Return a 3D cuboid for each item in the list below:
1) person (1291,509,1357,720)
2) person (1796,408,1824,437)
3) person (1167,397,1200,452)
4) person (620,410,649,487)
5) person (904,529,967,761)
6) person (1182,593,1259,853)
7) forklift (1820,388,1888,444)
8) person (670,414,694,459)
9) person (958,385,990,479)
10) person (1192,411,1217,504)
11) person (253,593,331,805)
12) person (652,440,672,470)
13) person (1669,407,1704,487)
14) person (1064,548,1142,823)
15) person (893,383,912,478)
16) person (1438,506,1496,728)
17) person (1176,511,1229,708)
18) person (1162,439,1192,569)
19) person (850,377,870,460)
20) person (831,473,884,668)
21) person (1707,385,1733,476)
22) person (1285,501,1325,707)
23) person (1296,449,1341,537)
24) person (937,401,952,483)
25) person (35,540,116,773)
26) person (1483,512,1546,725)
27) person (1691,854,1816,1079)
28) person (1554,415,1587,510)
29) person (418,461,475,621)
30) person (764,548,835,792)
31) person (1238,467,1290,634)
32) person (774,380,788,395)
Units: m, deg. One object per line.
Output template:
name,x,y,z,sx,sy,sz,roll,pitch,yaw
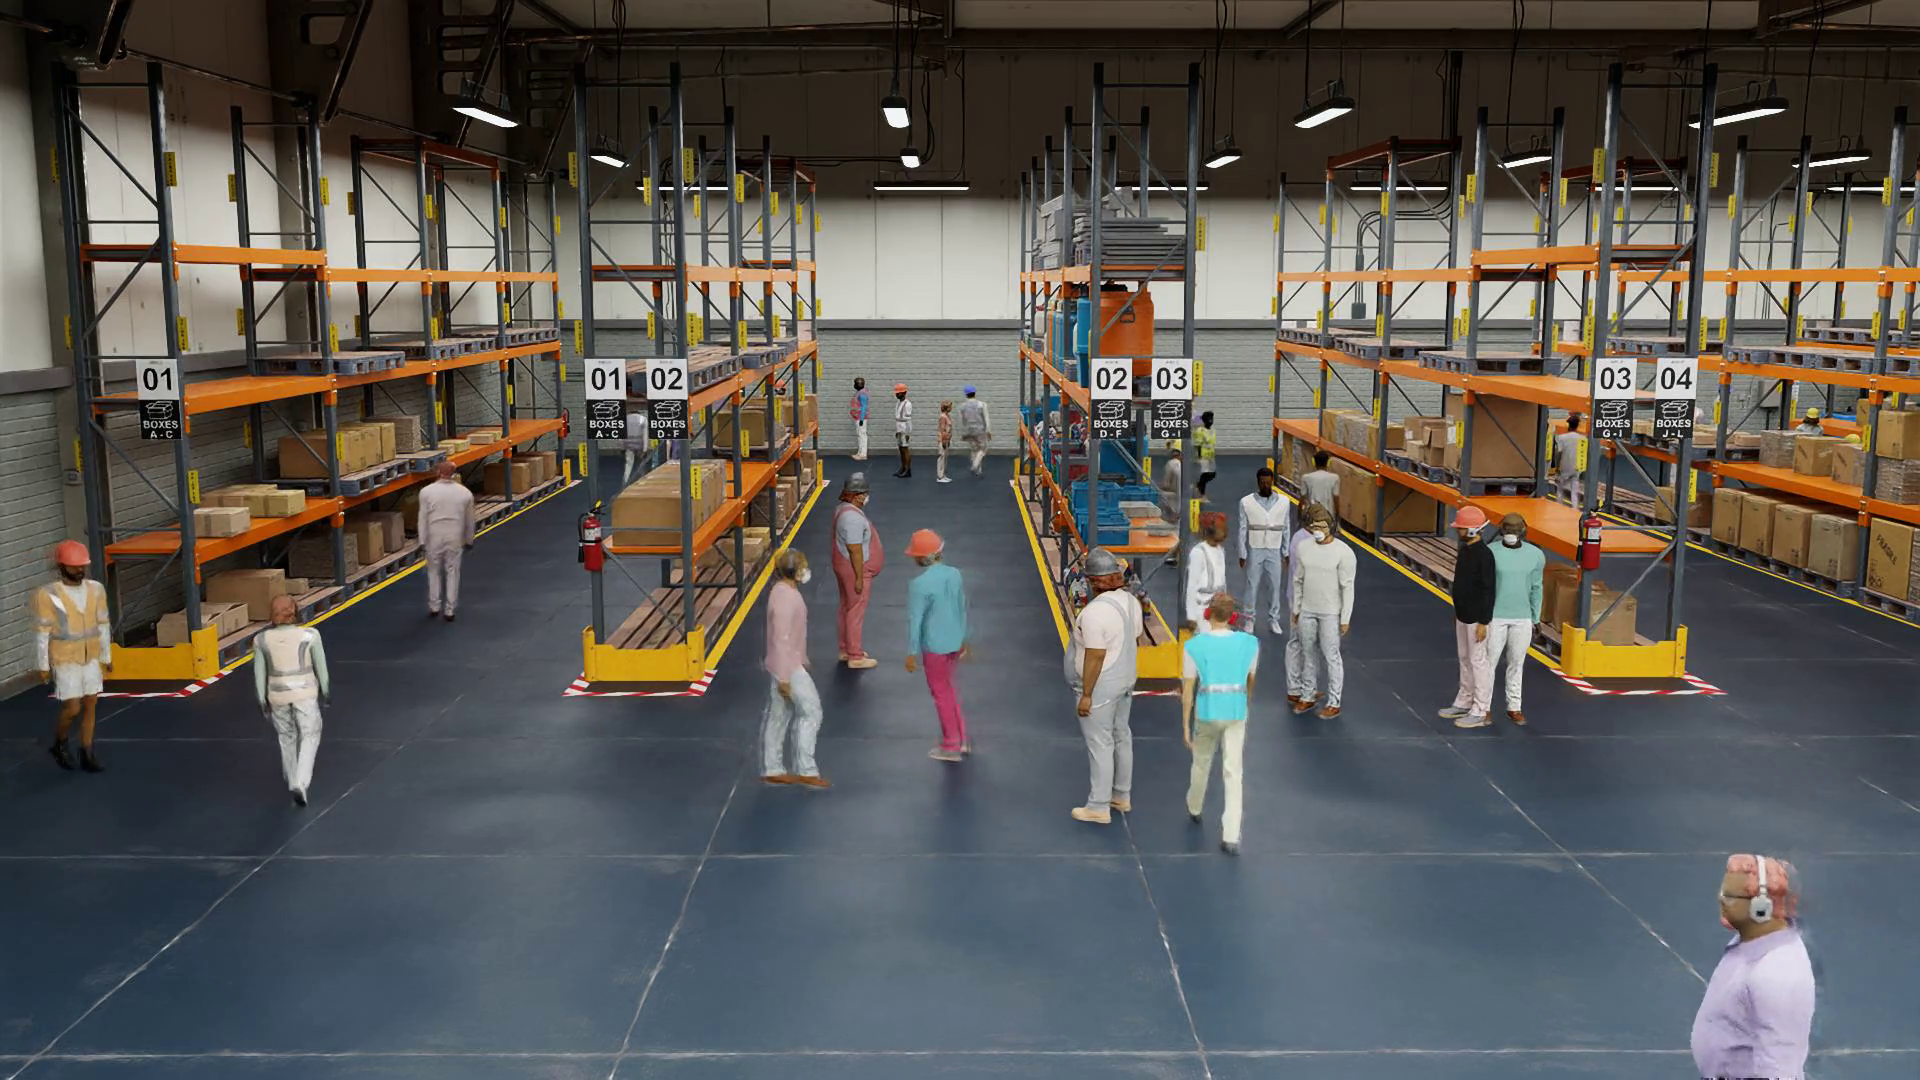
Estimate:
person,3.314,0.670,15.203,0.365,1.932,0.629,-8,12,-41
person,15.183,-1.497,29.756,0.484,1.735,0.309,1,9,4
person,4.314,-1.906,31.992,0.584,1.855,0.987,4,10,22
person,-6.153,-1.766,31.353,0.591,1.791,0.913,1,9,8
person,-0.190,0.873,13.793,0.479,1.959,0.650,6,11,34
person,1.839,1.270,11.841,0.555,1.781,1.053,0,9,-3
forklift,20.072,-3.110,36.462,1.873,2.768,1.129,0,9,0
person,-5.625,-2.216,33.546,0.394,1.994,0.612,8,12,42
person,0.285,-2.166,33.533,0.651,1.906,0.565,3,9,18
person,4.374,-1.486,29.872,0.539,1.686,0.443,-9,12,-44
person,-5.119,1.206,12.735,0.534,1.614,0.711,-1,9,-6
person,-4.885,-1.065,27.284,0.311,1.638,0.521,4,10,22
person,13.945,-1.895,31.973,0.619,1.845,0.430,3,9,16
person,1.029,1.058,12.338,0.535,2.000,0.687,6,11,34
person,-1.180,-2.226,33.840,0.385,1.929,0.547,-4,10,-23
person,4.575,0.682,14.916,0.392,1.990,0.612,-1,9,-5
person,2.286,0.666,15.377,0.407,1.874,0.631,6,10,32
person,3.017,-0.506,23.232,0.486,1.795,0.680,-2,9,-12
person,-2.247,-2.722,37.294,0.429,1.843,0.633,-2,9,-11
person,-1.054,0.297,17.235,0.536,2.000,0.677,-3,9,-17
person,15.579,-2.270,34.085,0.416,1.941,0.606,6,10,32
person,3.278,0.590,15.690,0.378,1.937,0.628,5,10,28
person,4.630,-0.265,21.536,0.555,1.822,0.941,1,9,5
person,-0.303,-1.953,33.037,0.318,1.630,0.513,1,9,9
person,-7.109,0.947,13.412,0.415,1.924,0.547,5,10,29
person,4.913,0.707,14.930,0.635,1.936,0.353,0,9,1
person,2.844,2.082,6.290,0.931,1.864,0.674,4,10,24
person,9.835,-1.102,26.904,0.561,1.825,0.922,0,9,0
person,-6.064,0.011,19.678,0.673,1.853,0.707,-4,10,-23
person,-1.234,1.011,13.026,0.715,1.915,0.650,-1,9,-6
person,3.434,0.121,18.816,0.590,1.907,0.374,0,9,-2
person,-3.664,-2.262,33.832,0.375,1.997,0.612,-2,9,-12
